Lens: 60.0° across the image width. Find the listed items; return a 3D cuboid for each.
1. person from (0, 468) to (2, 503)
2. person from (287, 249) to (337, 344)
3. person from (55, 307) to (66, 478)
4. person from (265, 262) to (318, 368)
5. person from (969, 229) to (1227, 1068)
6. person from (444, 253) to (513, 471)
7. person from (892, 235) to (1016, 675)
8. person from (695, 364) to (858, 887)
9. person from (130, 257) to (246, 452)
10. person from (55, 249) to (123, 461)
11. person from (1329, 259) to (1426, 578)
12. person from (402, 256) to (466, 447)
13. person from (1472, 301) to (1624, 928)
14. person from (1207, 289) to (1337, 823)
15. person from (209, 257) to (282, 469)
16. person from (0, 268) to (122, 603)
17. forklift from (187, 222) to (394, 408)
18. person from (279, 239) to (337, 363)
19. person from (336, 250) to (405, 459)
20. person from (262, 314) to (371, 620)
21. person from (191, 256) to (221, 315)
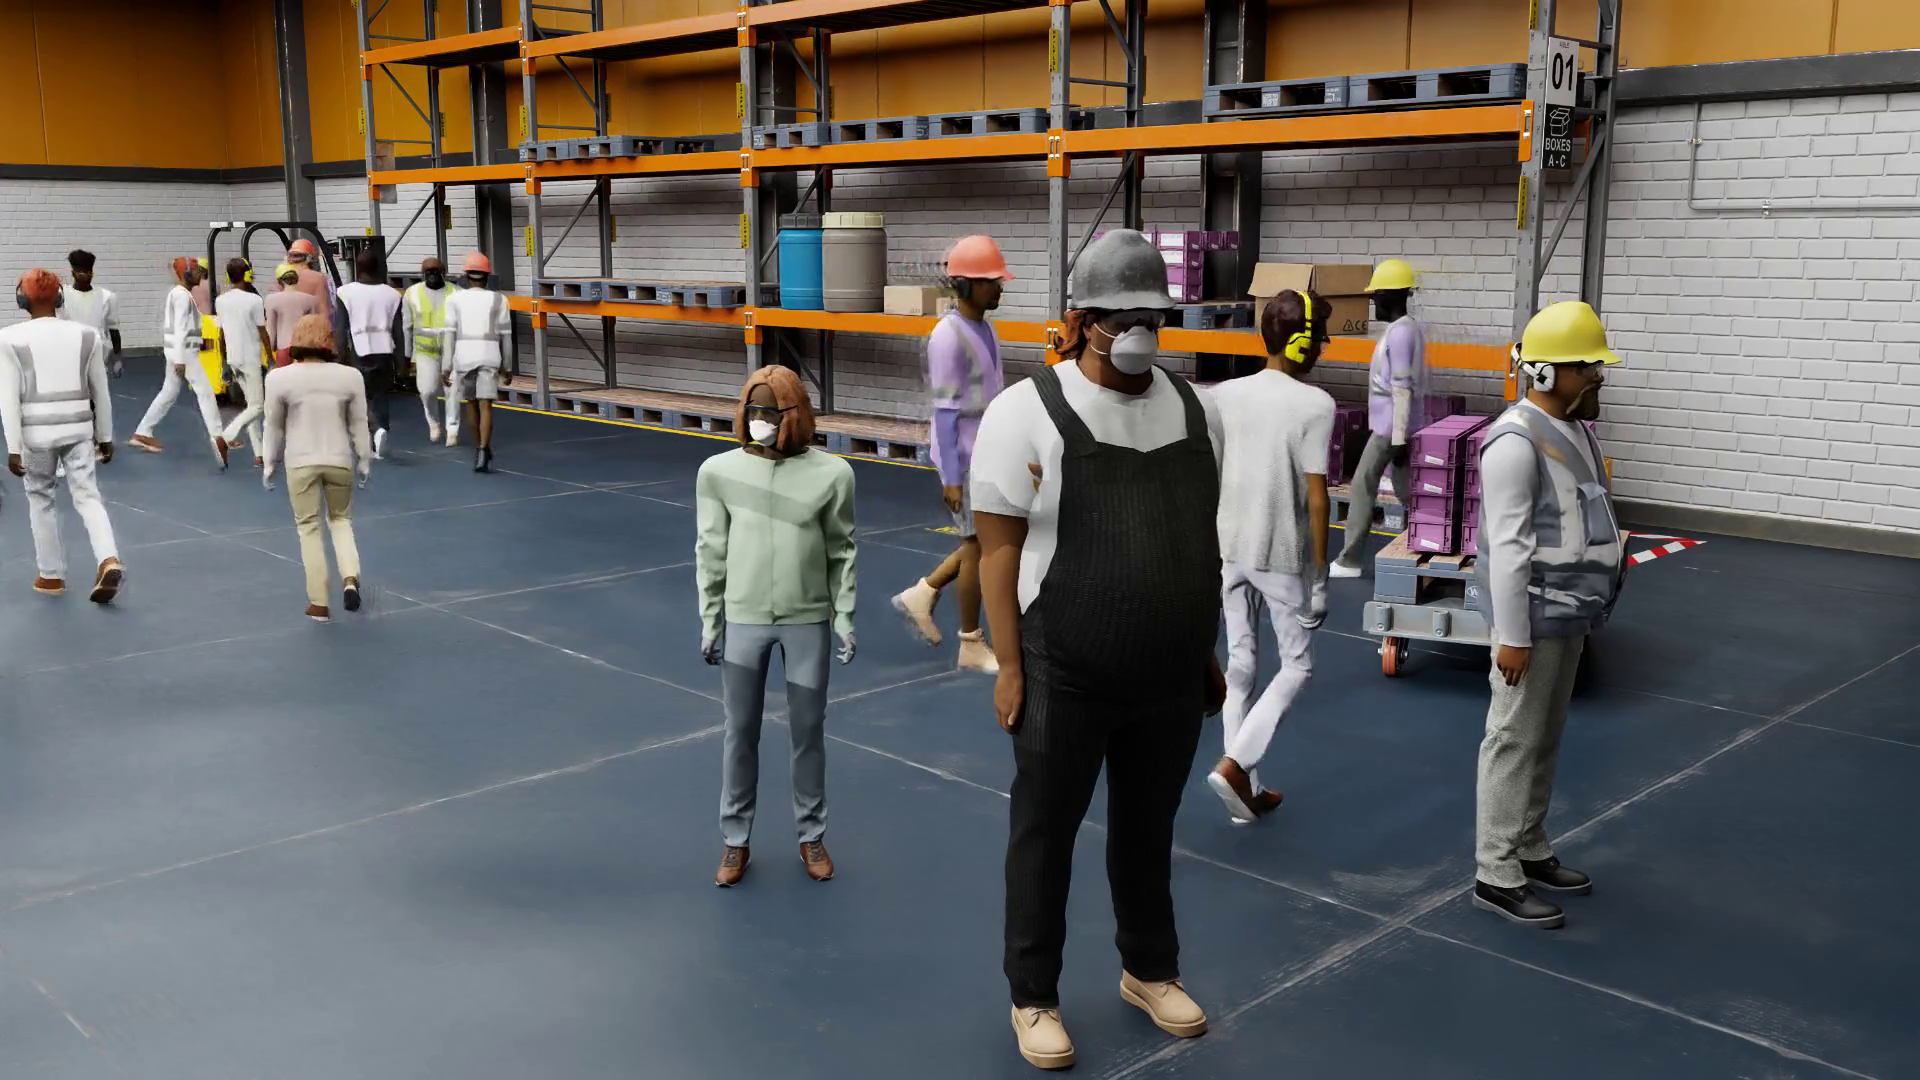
[{"bbox_3d":[-4.771,-0.212,7.822,0.552,1.623,0.526,9,14,41],"label":"person"},{"bbox_3d":[-7.125,-2.293,18.467,0.597,1.884,0.584,-1,10,-3],"label":"person"},{"bbox_3d":[-7.617,-1.338,13.957,0.335,1.632,0.520,-8,13,-37],"label":"person"},{"bbox_3d":[-6.910,-1.995,17.226,0.575,1.742,0.433,-9,14,-41],"label":"person"},{"bbox_3d":[0.396,0.267,4.088,0.677,2.000,0.536,-5,11,-24],"label":"person"},{"bbox_3d":[-4.180,-1.541,14.429,0.573,1.876,0.979,-1,10,-7],"label":"person"},{"bbox_3d":[-0.002,-0.385,7.688,0.582,2.023,0.624,4,11,19],"label":"person"},{"bbox_3d":[-0.566,0.269,5.192,0.501,1.631,0.285,-1,10,-6],"label":"person"},{"bbox_3d":[-7.340,-1.728,15.576,0.977,1.839,0.590,-6,12,-31],"label":"person"},{"bbox_3d":[-8.035,-1.704,15.220,0.638,1.913,0.957,-9,14,-41],"label":"person"},{"bbox_3d":[2.582,-0.682,9.687,0.921,1.891,0.599,3,11,18],"label":"person"},{"bbox_3d":[-4.999,-1.801,15.962,0.657,1.824,0.438,-3,11,-18],"label":"person"},{"bbox_3d":[1.744,0.213,4.951,0.404,1.831,0.600,8,13,36],"label":"person"},{"bbox_3d":[0.999,0.088,5.592,0.558,1.848,0.496,9,13,39],"label":"person"},{"bbox_3d":[-6.228,-1.514,14.374,0.527,1.842,0.770,4,11,23],"label":"person"},{"bbox_3d":[-4.954,-0.570,9.185,0.882,1.855,0.585,10,14,42],"label":"person"},{"bbox_3d":[-8.169,-2.758,20.163,2.313,2.155,1.214,-10,14,-44],"label":"forklift"},{"bbox_3d":[-7.180,-2.311,18.291,0.645,1.981,0.462,4,11,18],"label":"person"},{"bbox_3d":[-5.256,-1.644,14.929,0.634,1.897,0.616,-9,14,-40],"label":"person"},{"bbox_3d":[-3.389,-0.377,8.767,0.520,1.618,0.360,-7,12,-33],"label":"person"},{"bbox_3d":[-9.752,-2.786,21.527,0.528,1.767,0.351,2,11,11],"label":"person"}]
